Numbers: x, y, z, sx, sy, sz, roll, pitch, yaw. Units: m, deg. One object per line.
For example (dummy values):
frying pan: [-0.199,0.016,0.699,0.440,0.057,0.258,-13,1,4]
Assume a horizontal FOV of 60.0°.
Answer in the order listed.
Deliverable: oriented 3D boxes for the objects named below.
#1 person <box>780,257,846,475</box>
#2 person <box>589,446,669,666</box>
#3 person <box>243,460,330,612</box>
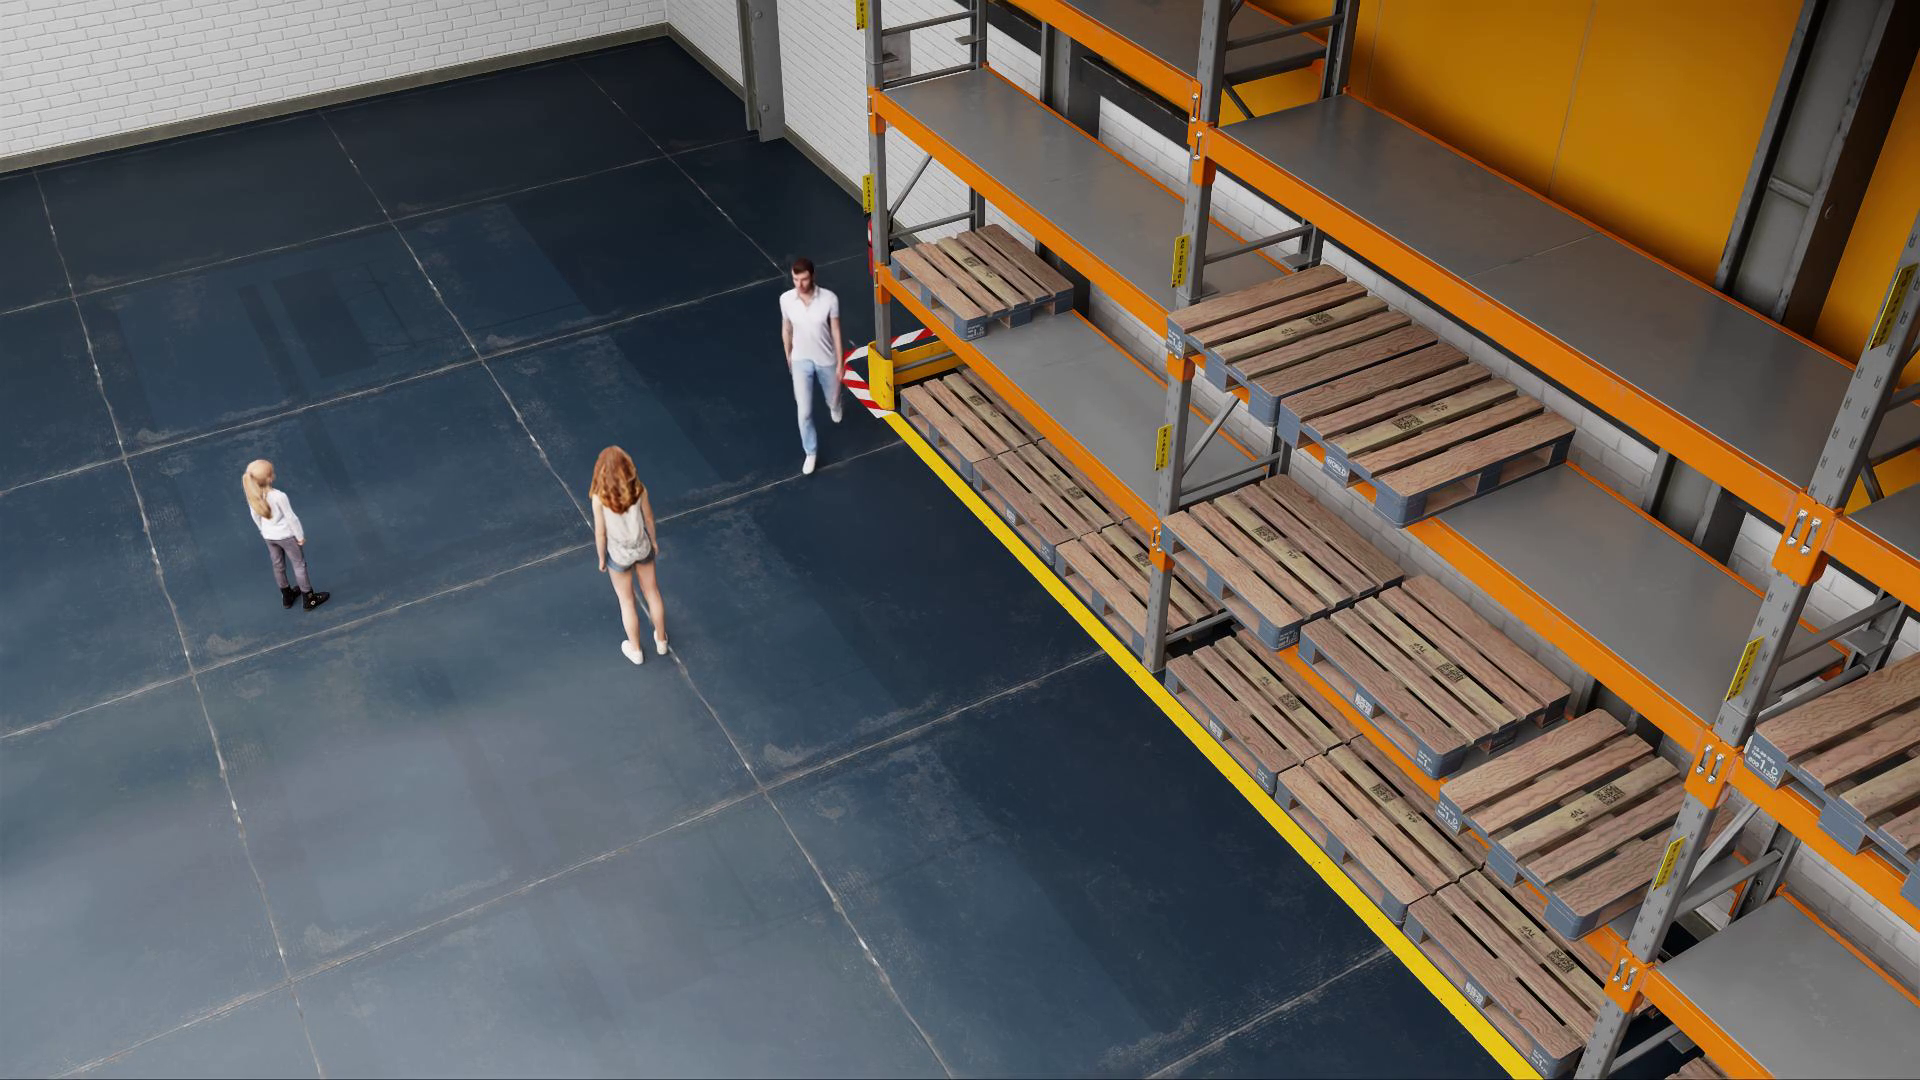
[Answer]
person: [-1.132,-1.456,13.189,0.987,1.827,1.149,2,39,3]
person: [-2.232,0.111,11.282,0.570,1.759,0.508,-18,42,-21]
person: [-4.849,-0.039,11.854,0.579,1.279,0.640,10,40,12]
